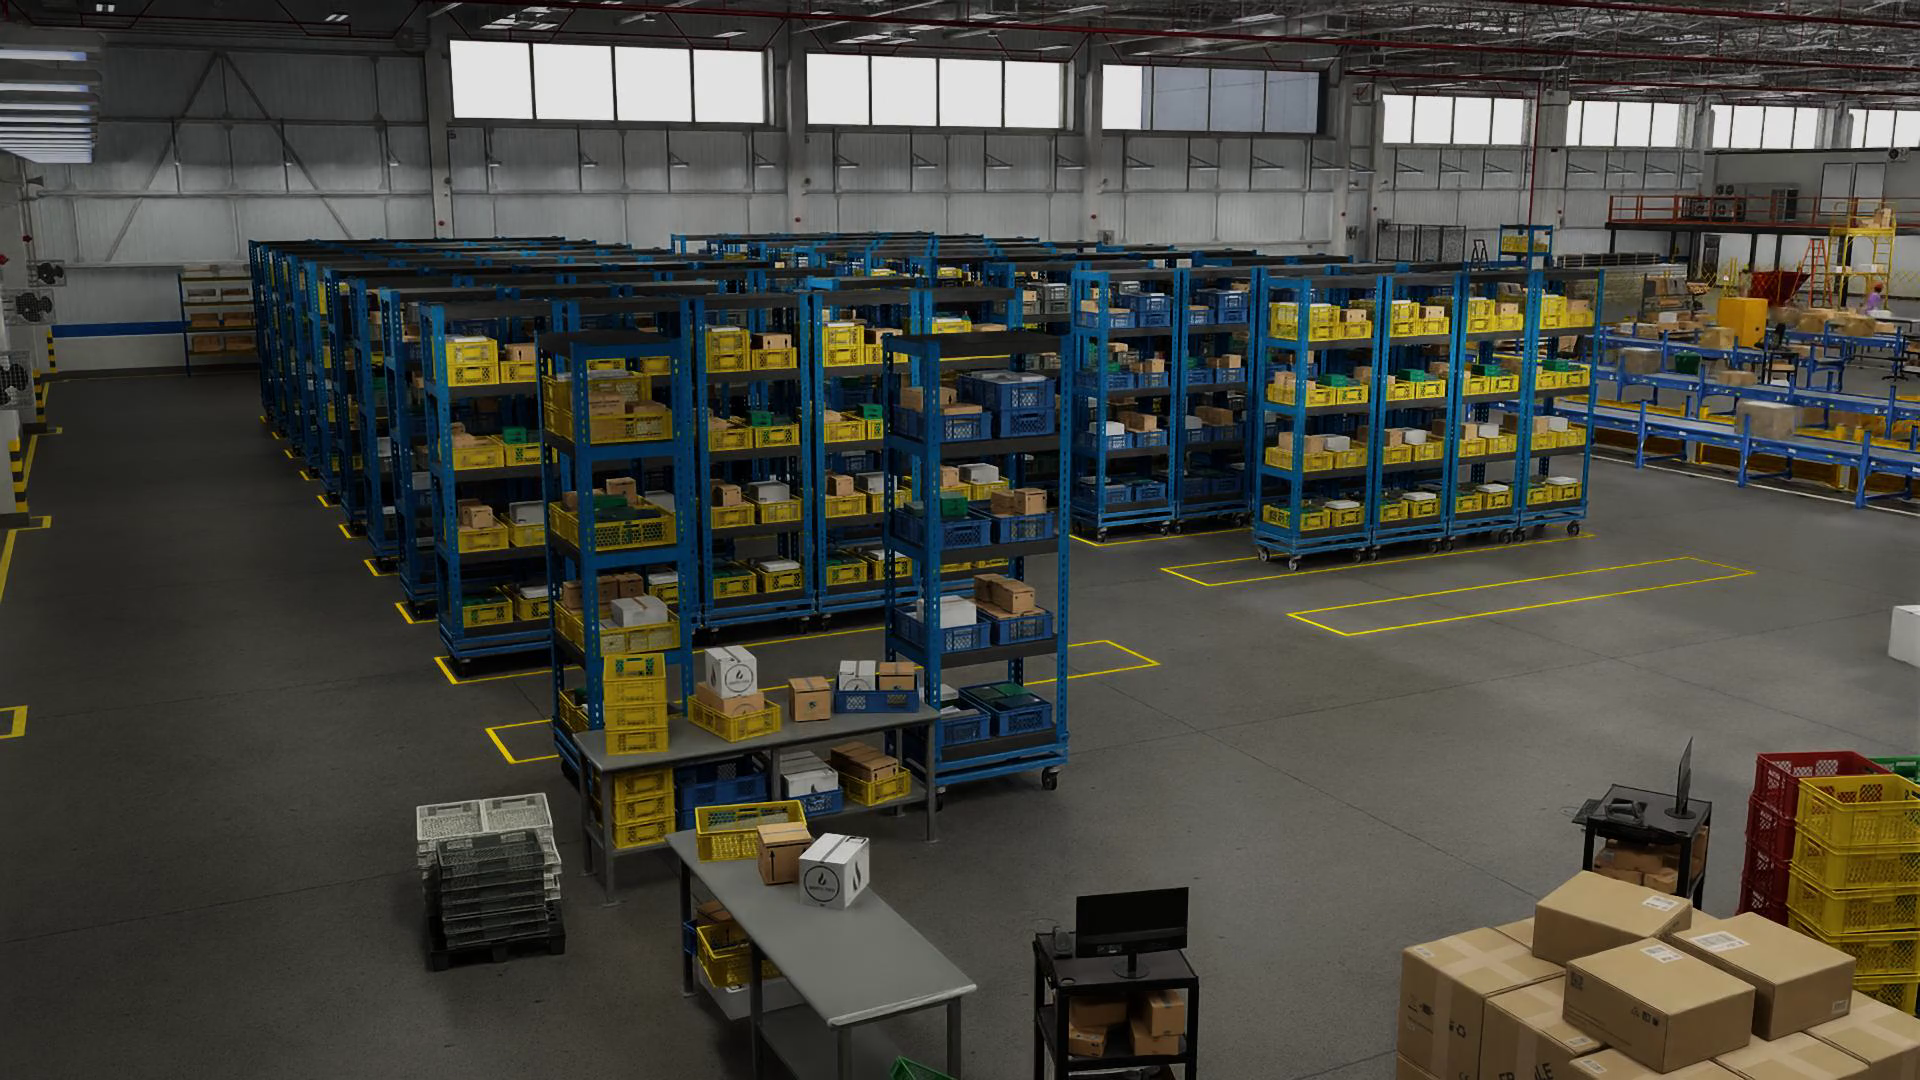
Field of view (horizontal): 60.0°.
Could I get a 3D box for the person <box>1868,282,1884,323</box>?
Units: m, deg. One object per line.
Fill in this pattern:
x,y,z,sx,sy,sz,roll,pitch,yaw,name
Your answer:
26.863,-6.647,48.936,0.971,1.897,0.554,0,12,1,person

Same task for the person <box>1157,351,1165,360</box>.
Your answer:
4.893,-4.505,39.243,0.522,1.752,0.357,0,12,1,person

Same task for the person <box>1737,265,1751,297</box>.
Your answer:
29.578,-9.503,62.671,0.566,1.725,0.495,-6,14,-28,person
